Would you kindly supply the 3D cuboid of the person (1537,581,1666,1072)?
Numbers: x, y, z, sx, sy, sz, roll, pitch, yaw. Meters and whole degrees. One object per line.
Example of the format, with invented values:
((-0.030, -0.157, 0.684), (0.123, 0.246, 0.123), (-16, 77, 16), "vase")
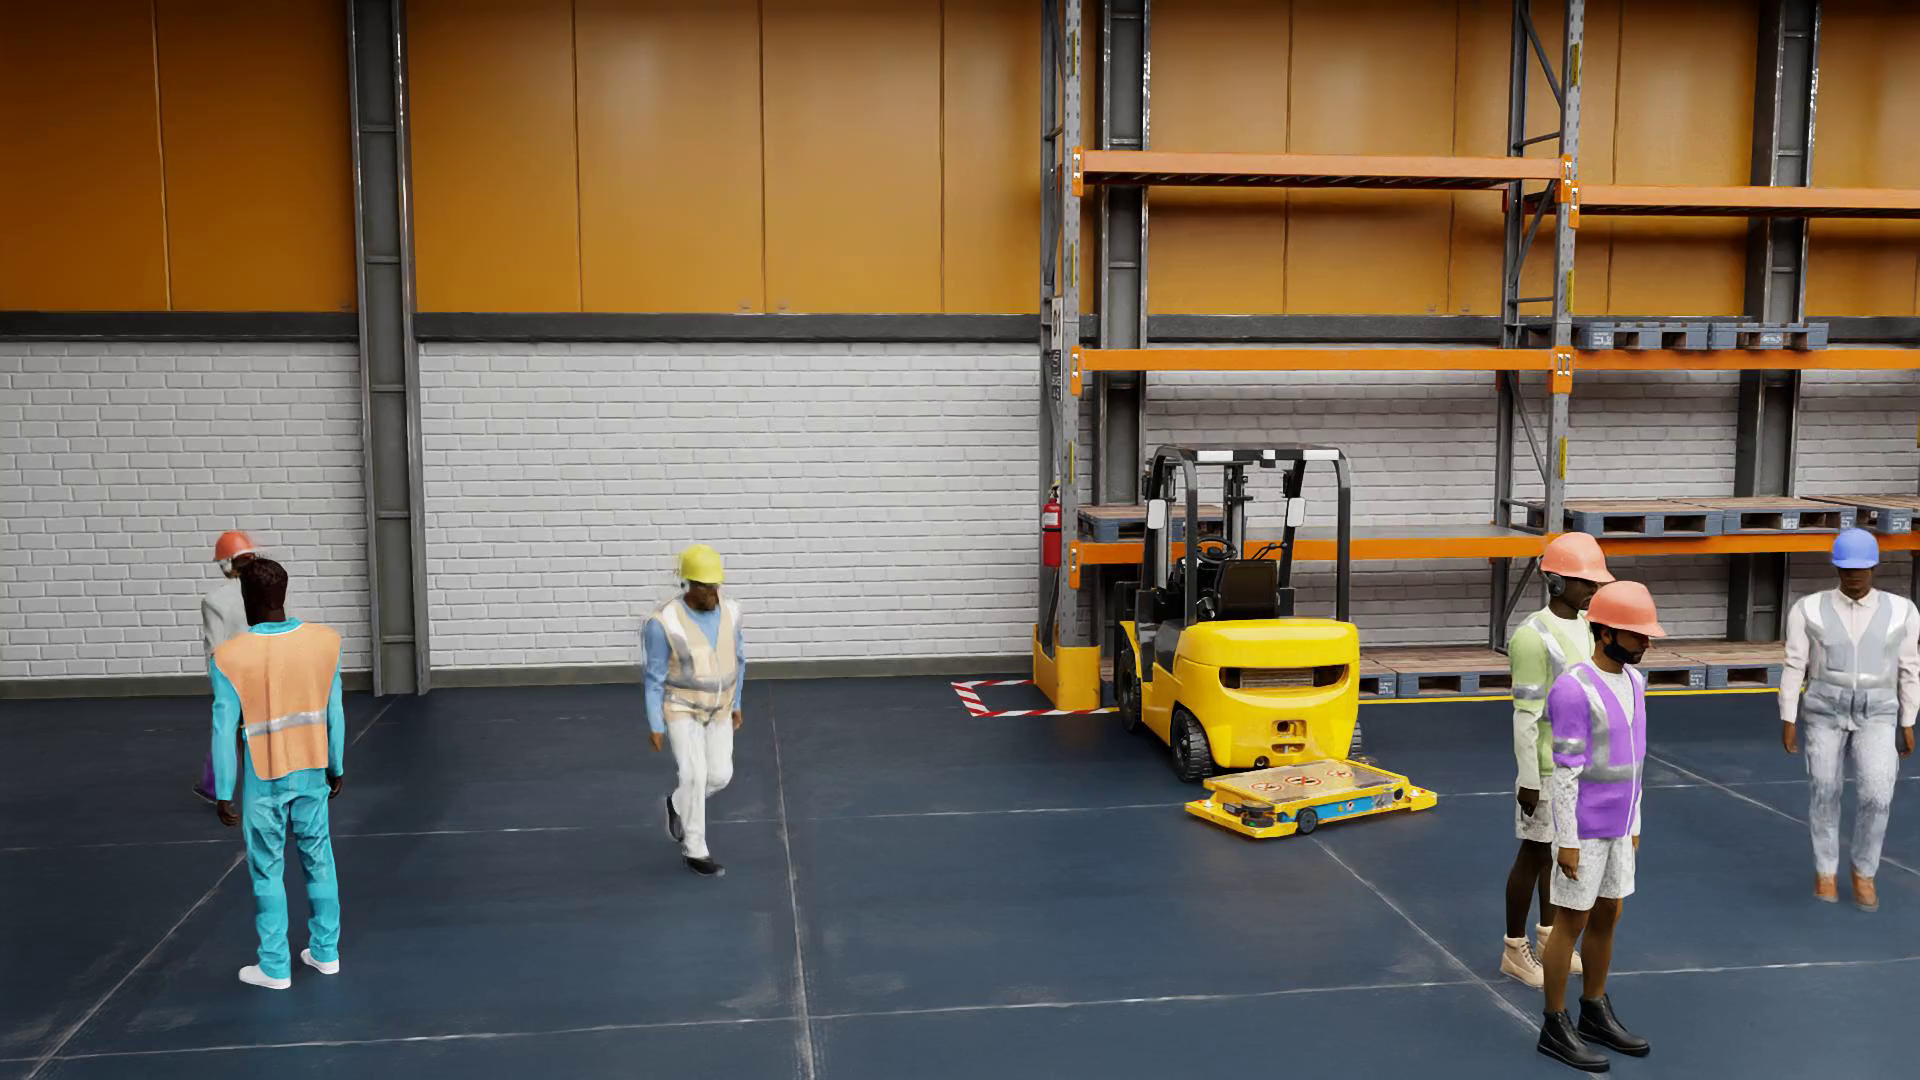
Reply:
((2.546, 1.114, 6.565), (0.544, 1.929, 0.388), (-5, 8, -37), "person")

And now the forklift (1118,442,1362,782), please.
((1.912, 0.418, 11.496), (1.214, 2.155, 2.313), (-1, 7, -8), "forklift")

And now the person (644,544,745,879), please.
((-1.459, 0.897, 9.003), (0.623, 1.805, 0.655), (-6, 9, -43), "person")

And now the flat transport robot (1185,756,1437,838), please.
((2.129, 1.536, 10.051), (1.431, 0.197, 0.652), (-4, 8, -30), "flat transport robot")

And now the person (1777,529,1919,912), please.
((4.471, 0.905, 8.384), (0.641, 1.924, 0.573), (3, 7, 25), "person")

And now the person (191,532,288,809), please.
((-4.409, 0.803, 10.223), (0.864, 1.711, 0.585), (6, 9, 40), "person")

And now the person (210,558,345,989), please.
((-2.999, 1.032, 7.365), (0.401, 1.908, 0.598), (6, 9, 41), "person")

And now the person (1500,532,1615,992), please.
((2.662, 0.974, 7.354), (0.601, 2.036, 0.404), (-6, 9, -42), "person")
